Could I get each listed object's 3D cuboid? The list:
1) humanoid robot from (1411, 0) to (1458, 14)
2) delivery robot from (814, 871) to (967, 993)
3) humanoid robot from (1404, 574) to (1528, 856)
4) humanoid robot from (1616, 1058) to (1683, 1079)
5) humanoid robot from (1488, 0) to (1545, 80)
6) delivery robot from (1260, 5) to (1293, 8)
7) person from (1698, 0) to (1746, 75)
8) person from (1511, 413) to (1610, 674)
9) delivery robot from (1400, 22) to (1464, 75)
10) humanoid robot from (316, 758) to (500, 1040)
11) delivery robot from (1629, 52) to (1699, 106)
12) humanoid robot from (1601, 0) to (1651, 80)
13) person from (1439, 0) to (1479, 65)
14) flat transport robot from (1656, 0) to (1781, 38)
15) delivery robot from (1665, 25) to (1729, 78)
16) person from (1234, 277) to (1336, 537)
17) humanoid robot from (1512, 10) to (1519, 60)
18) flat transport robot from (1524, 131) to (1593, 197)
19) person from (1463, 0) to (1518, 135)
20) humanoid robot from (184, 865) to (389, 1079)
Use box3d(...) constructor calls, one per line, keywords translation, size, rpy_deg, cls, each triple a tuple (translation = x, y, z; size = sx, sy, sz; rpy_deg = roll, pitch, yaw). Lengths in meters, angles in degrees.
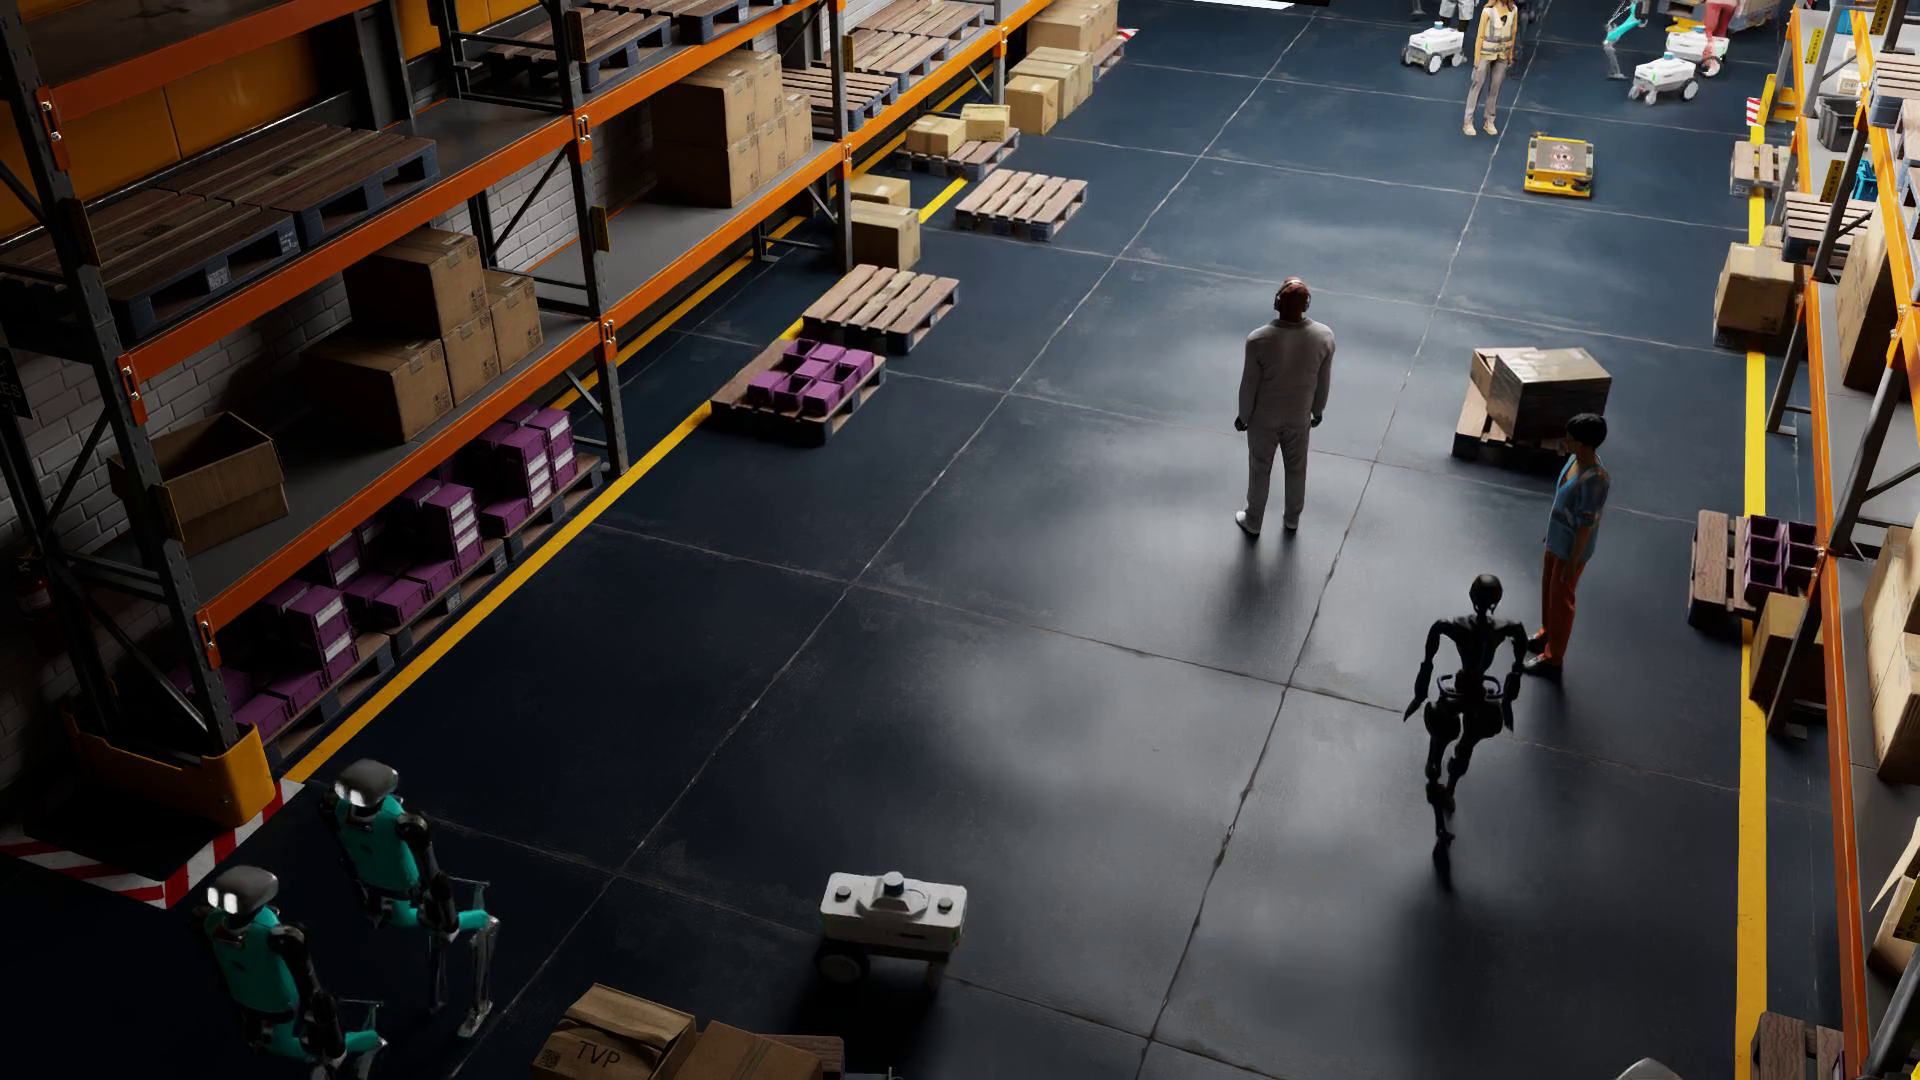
box3d(translation=(6.422, -7.846, 22.402), size=(1.026, 1.731, 0.542), rpy_deg=(-18, 37, -26), cls="humanoid robot")
box3d(translation=(-0.366, 1.928, 8.362), size=(0.785, 0.614, 0.516), rpy_deg=(5, 33, 7), cls="delivery robot")
box3d(translation=(2.719, 0.918, 8.904), size=(0.584, 1.638, 0.700), rpy_deg=(1, 33, 2), cls="humanoid robot")
box3d(translation=(2.229, 2.546, 6.346), size=(0.533, 1.823, 0.752), rpy_deg=(-26, 41, -34), cls="humanoid robot")
box3d(translation=(6.857, -6.508, 20.390), size=(0.611, 1.650, 0.438), rpy_deg=(4, 33, 6), cls="humanoid robot")
box3d(translation=(4.448, -7.821, 23.447), size=(0.499, 0.611, 0.814), rpy_deg=(2, 33, 3), cls="delivery robot")
box3d(translation=(9.409, -6.632, 20.498), size=(0.519, 1.730, 0.792), rpy_deg=(6, 33, 10), cls="person")
box3d(translation=(3.707, 0.022, 10.186), size=(0.332, 1.759, 0.498), rpy_deg=(2, 33, 4), cls="person")
box3d(translation=(5.972, -6.201, 20.936), size=(0.808, 0.606, 0.499), rpy_deg=(-20, 38, -27), cls="delivery robot")
box3d(translation=(-2.472, 1.636, 7.761), size=(0.530, 1.822, 0.735), rpy_deg=(10, 34, 15), cls="humanoid robot")
box3d(translation=(8.428, -5.521, 19.890), size=(0.818, 0.614, 0.499), rpy_deg=(-15, 36, -22), cls="delivery robot")
box3d(translation=(8.091, -6.426, 20.243), size=(0.681, 1.863, 0.541), rpy_deg=(5, 33, 8), cls="humanoid robot")
box3d(translation=(6.279, -6.837, 20.865), size=(0.535, 1.692, 0.319), rpy_deg=(22, 39, 30), cls="person")
box3d(translation=(10.180, -6.971, 22.380), size=(1.431, 0.231, 0.659), rpy_deg=(-25, 40, -33), cls="flat transport robot")
box3d(translation=(9.213, -6.132, 20.802), size=(0.769, 0.577, 0.499), rpy_deg=(16, 36, 23), cls="delivery robot")
box3d(translation=(2.209, -0.912, 11.495), size=(0.646, 1.906, 0.404), rpy_deg=(-5, 33, -8), cls="person")
box3d(translation=(6.978, -6.912, 20.993), size=(0.420, 1.655, 0.599), rpy_deg=(10, 34, 15), cls="humanoid robot")
box3d(translation=(6.422, -4.028, 17.826), size=(0.659, 0.231, 1.431), rpy_deg=(10, 34, 15), cls="flat transport robot")
box3d(translation=(5.954, -5.396, 18.561), size=(0.458, 1.768, 0.330), rpy_deg=(-7, 34, -11), cls="person")
box3d(translation=(-2.776, 2.005, 7.156), size=(0.549, 1.824, 0.662), rpy_deg=(9, 34, 14), cls="humanoid robot")
